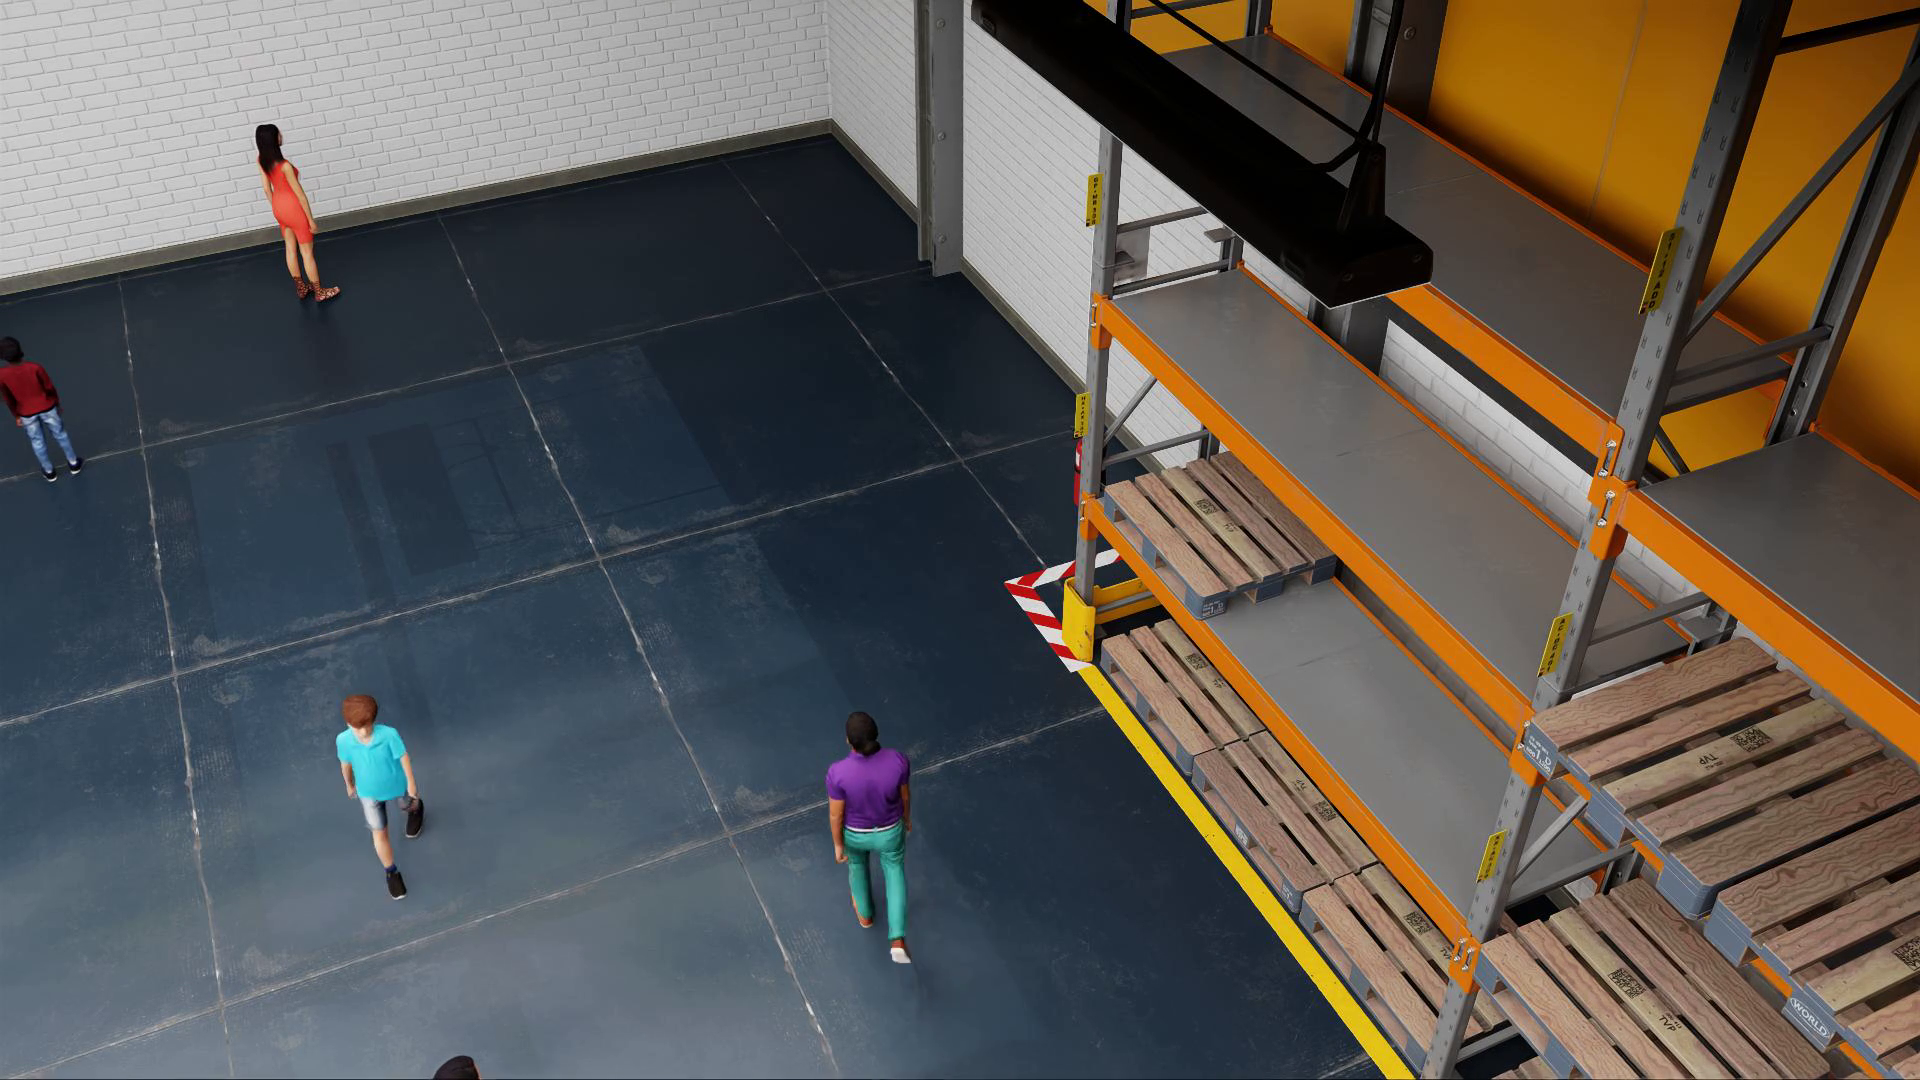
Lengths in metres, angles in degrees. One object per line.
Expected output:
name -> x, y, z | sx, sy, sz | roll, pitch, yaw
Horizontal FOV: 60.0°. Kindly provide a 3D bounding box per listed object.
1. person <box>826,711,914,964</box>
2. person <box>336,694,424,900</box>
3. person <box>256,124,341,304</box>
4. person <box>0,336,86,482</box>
person -> -0.463, 1.667, 9.176 | 0.777, 1.750, 1.038 | -7, 39, -9
person -> -3.405, 1.366, 9.815 | 0.676, 1.422, 1.005 | -7, 39, -9
person -> -6.019, -2.937, 14.965 | 0.651, 1.719, 0.727 | 16, 41, 19
person -> -7.198, -1.031, 12.949 | 0.513, 1.255, 0.490 | -19, 42, -22
